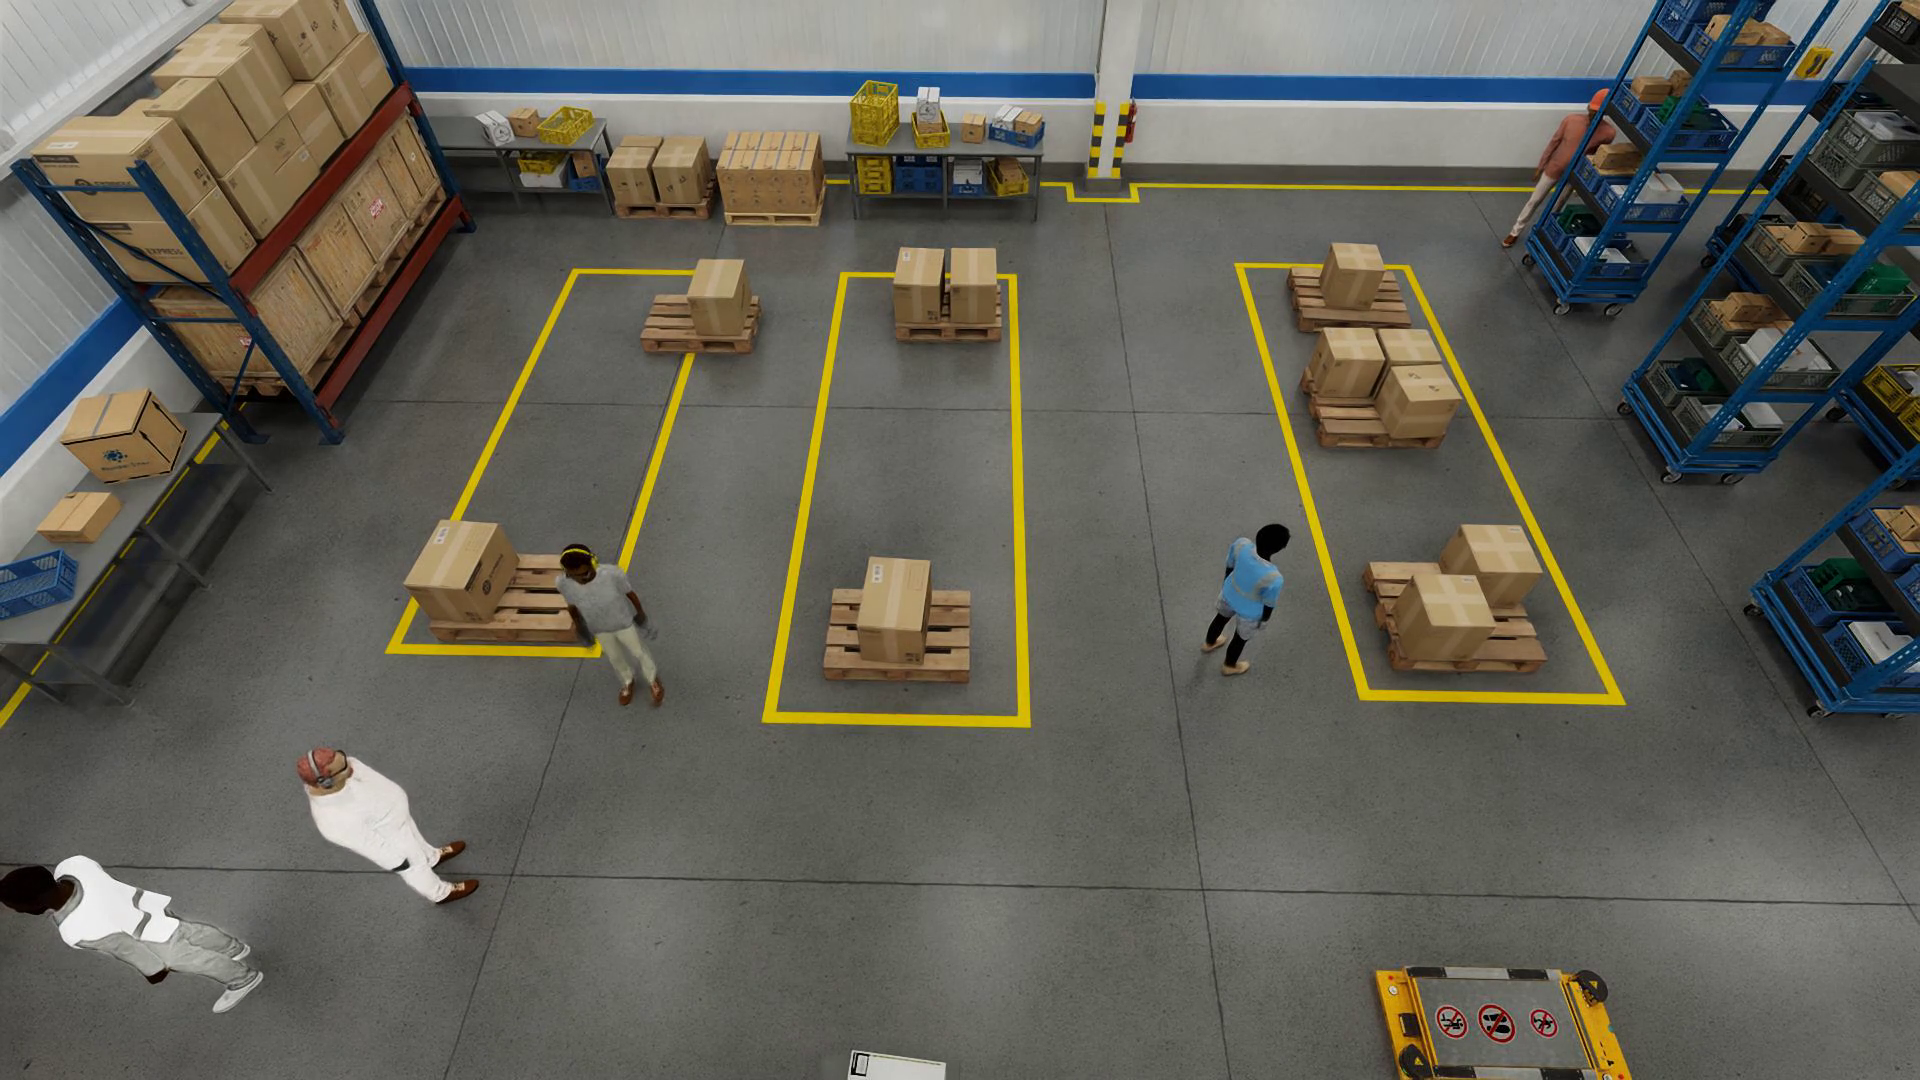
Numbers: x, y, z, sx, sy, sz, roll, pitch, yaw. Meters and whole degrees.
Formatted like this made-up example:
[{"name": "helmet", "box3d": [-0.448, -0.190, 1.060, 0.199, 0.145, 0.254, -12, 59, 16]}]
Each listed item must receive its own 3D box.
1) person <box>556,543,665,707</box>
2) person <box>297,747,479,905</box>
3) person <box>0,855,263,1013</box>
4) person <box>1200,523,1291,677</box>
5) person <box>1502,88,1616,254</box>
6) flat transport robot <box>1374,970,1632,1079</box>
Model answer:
[{"name": "person", "box3d": [-2.626, 0.653, 6.915, 0.529, 1.869, 0.320, -10, 52, -8]}, {"name": "person", "box3d": [-3.698, 1.840, 5.929, 0.401, 1.899, 0.633, -26, 55, -20]}, {"name": "person", "box3d": [-4.900, 2.352, 5.497, 0.392, 1.917, 0.592, -35, 59, -25]}, {"name": "person", "box3d": [2.236, 0.468, 7.172, 0.317, 1.696, 0.540, -22, 54, -17]}, {"name": "person", "box3d": [7.192, -4.370, 10.927, 0.608, 1.995, 0.377, 29, 56, 22]}, {"name": "flat transport robot", "box3d": [3.501, 3.133, 5.914, 1.431, 0.197, 0.652, 1, 51, 1]}]
